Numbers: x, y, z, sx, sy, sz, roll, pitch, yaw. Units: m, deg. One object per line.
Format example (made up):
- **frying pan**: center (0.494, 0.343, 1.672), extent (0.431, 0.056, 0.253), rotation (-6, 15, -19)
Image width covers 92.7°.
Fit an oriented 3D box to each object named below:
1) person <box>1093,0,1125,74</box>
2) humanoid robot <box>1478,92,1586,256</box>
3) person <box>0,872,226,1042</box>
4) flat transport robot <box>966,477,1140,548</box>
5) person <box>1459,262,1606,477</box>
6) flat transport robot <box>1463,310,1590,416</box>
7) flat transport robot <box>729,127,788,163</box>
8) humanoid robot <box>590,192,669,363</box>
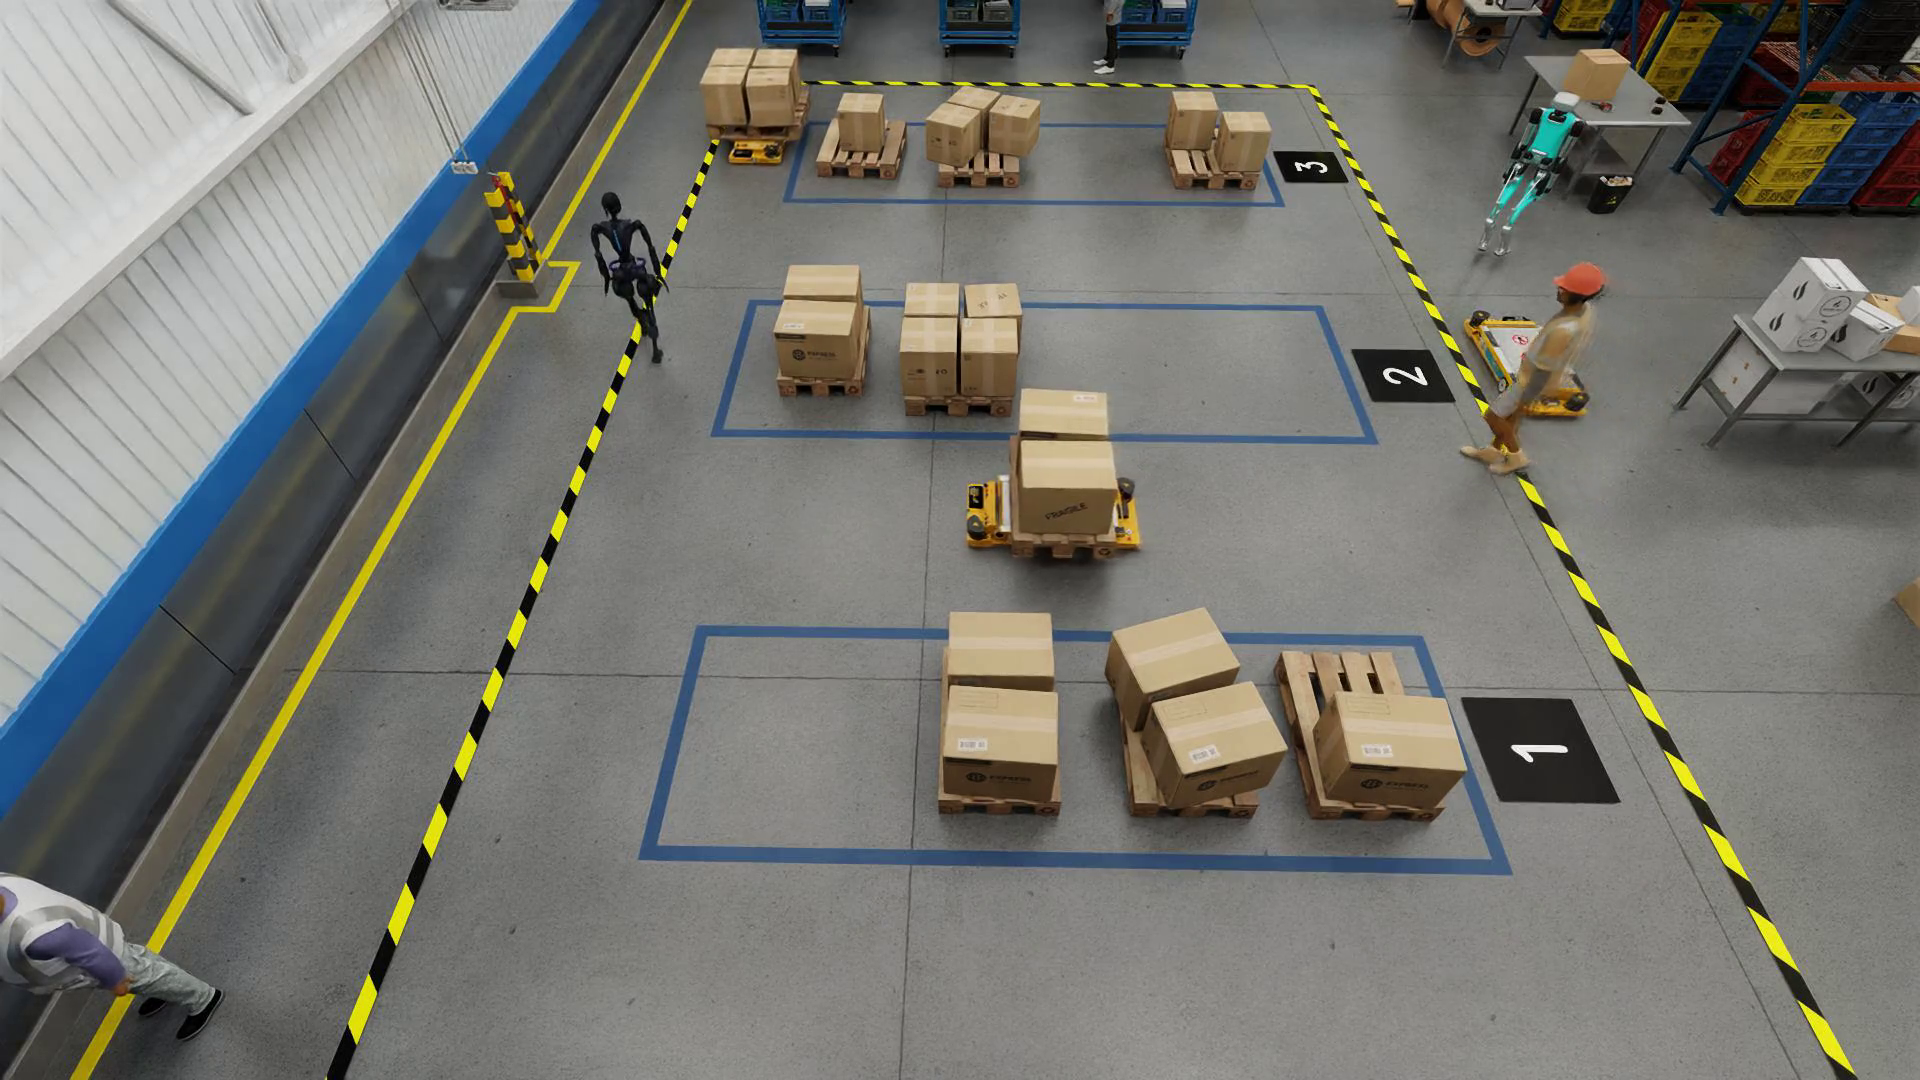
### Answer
- **person**: center (2.178, -7.708, 13.158), extent (0.369, 1.852, 0.588), rotation (4, 49, 3)
- **humanoid robot**: center (5.993, -3.817, 9.775), extent (0.735, 1.681, 0.533), rotation (-36, 58, -27)
- **person**: center (-4.489, 2.119, 4.665), extent (0.586, 1.831, 0.403), rotation (20, 52, 17)
- **flat transport robot**: center (0.772, -0.245, 7.727), extent (1.431, 0.197, 0.652), rotation (1, 49, 1)
- **person**: center (4.730, -1.335, 7.529), extent (0.488, 2.029, 0.614), rotation (32, 56, 25)
- **flat transport robot**: center (5.573, -1.757, 9.054), extent (0.659, 0.231, 1.431), rotation (1, 49, 1)
- **flat transport robot**: center (-2.644, -5.467, 12.247), extent (0.652, 0.197, 1.431), rotation (1, 49, 1)
- **humanoid robot**: center (-3.165, -2.553, 8.842), extent (0.613, 1.621, 0.784), rotation (-8, 50, -7)
